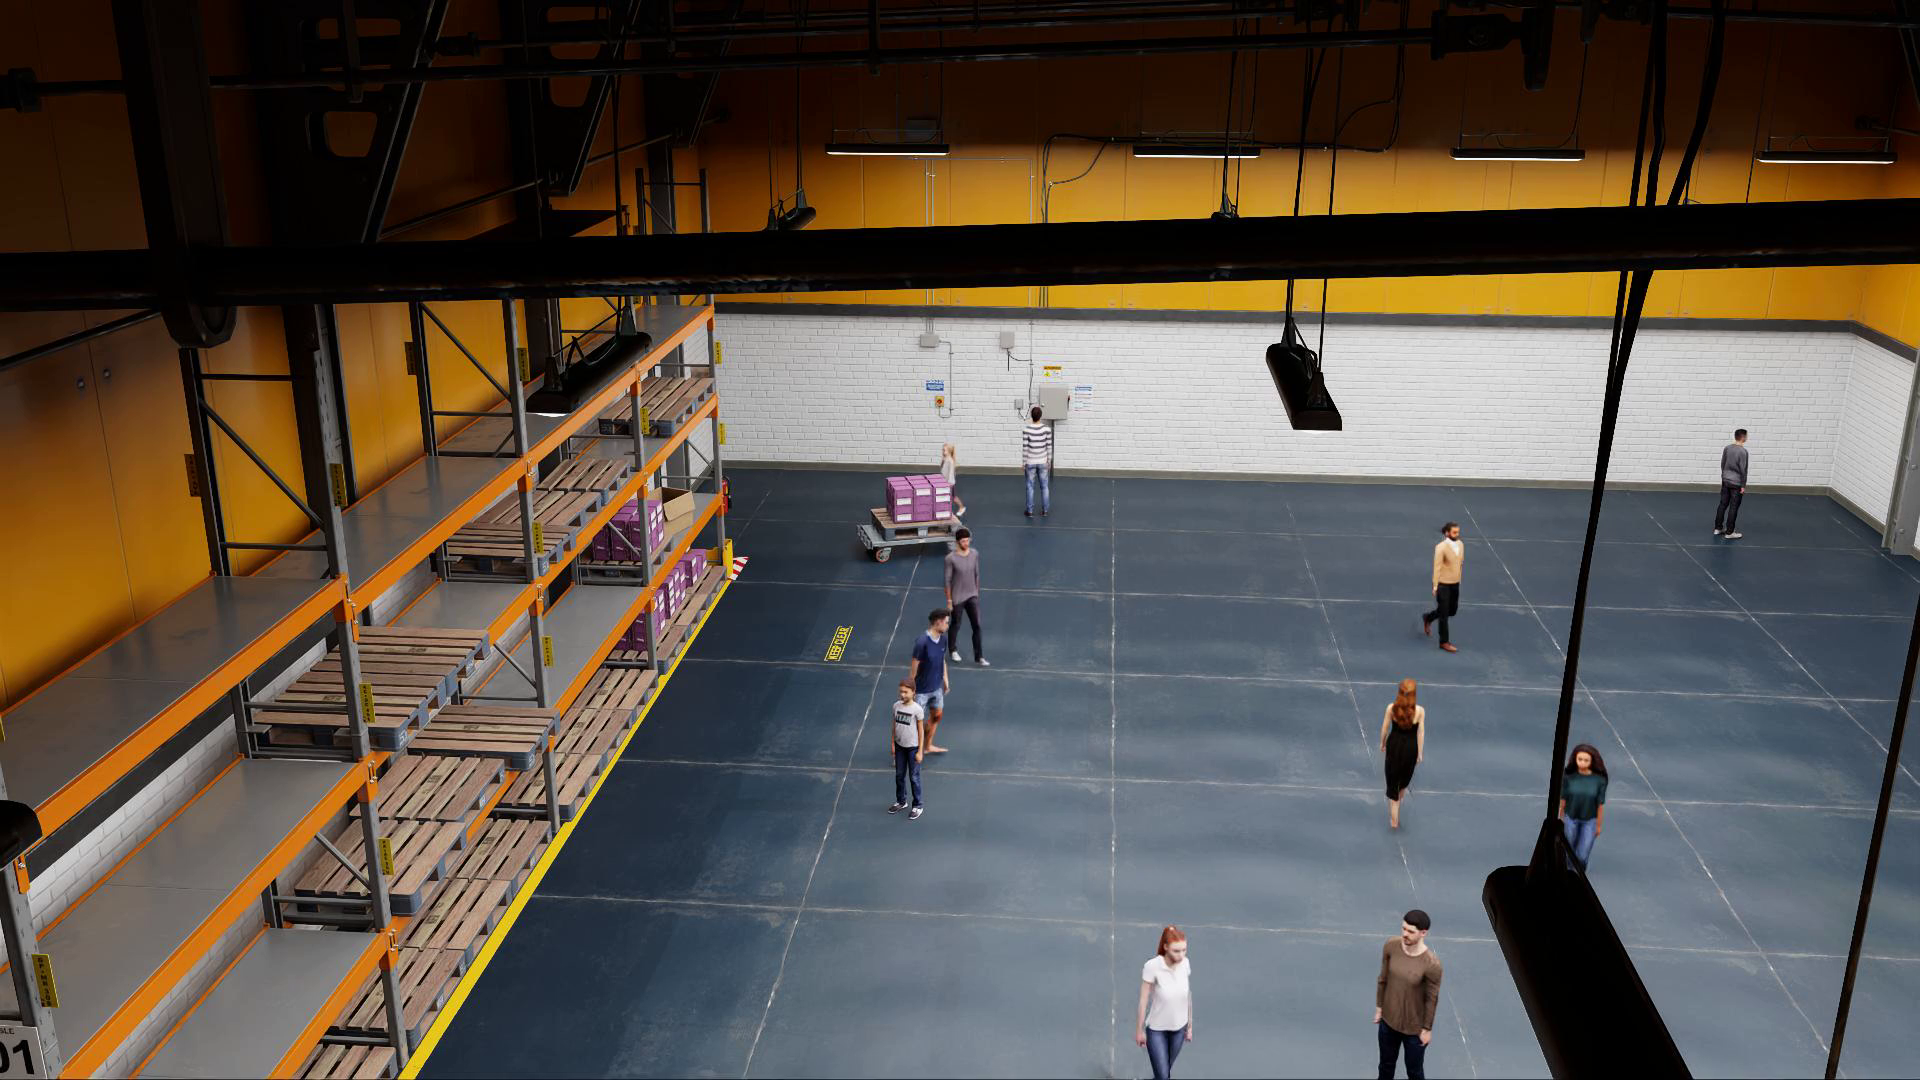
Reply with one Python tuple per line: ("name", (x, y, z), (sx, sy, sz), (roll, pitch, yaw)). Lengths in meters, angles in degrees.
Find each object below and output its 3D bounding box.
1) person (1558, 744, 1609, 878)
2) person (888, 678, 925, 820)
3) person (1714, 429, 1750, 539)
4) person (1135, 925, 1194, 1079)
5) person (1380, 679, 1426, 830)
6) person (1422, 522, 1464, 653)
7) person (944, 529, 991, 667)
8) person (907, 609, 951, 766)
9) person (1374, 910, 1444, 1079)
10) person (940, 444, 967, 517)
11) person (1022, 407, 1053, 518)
("person", (6.012, 2.689, 16.110), (0.712, 1.600, 0.768), (9, 21, 26))
("person", (-0.554, 2.182, 17.673), (0.613, 1.562, 0.629), (10, 21, 28))
("person", (12.351, -0.918, 26.569), (0.757, 1.760, 0.637), (-9, 20, -24))
("person", (1.534, 3.723, 12.844), (0.720, 1.724, 0.762), (-9, 21, -25))
("person", (4.616, 2.263, 17.421), (0.683, 1.572, 1.109), (4, 19, 13))
("person", (6.428, 0.585, 22.140), (0.990, 1.738, 1.099), (-11, 22, -30))
("person", (-0.008, 0.714, 21.627), (1.004, 1.823, 1.113), (-10, 21, -27))
("person", (-0.443, 1.664, 18.824), (0.794, 1.810, 0.898), (-11, 22, -30))
("person", (3.426, 3.662, 12.768), (0.791, 1.888, 0.746), (-18, 25, -42))
("person", (-0.152, -0.975, 27.527), (0.879, 1.258, 0.871), (-12, 22, -32))
("person", (1.269, -1.298, 27.551), (0.681, 1.854, 0.592), (-2, 19, -5))
